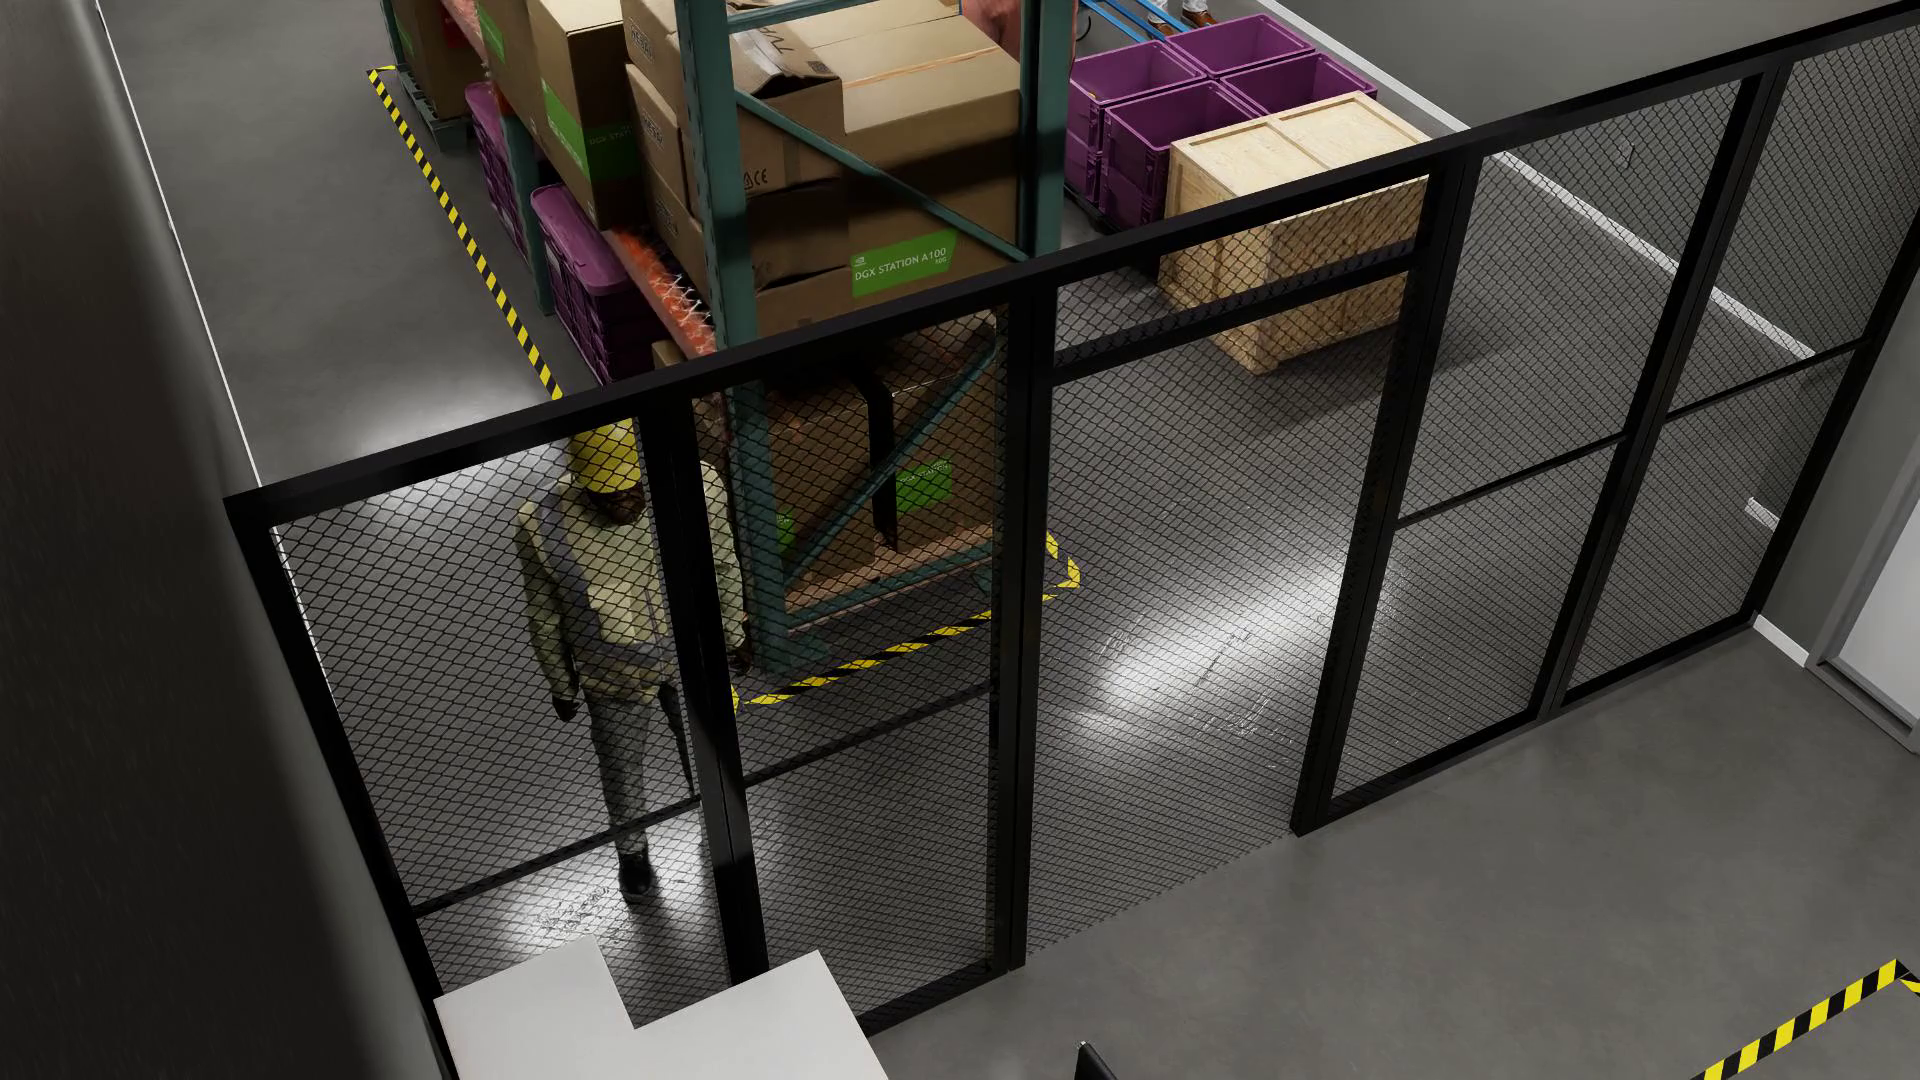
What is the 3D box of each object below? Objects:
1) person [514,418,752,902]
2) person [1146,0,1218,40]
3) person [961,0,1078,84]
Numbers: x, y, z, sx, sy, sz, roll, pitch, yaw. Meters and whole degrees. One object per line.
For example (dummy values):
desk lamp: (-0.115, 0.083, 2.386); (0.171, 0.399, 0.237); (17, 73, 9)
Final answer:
person: (-0.876, 0.318, 4.675); (0.601, 1.830, 0.404); (-16, 45, -17)
person: (1.281, -3.629, 8.915); (0.627, 1.941, 0.370); (-21, 47, -22)
person: (0.219, -1.815, 6.890); (0.622, 1.993, 0.384); (-32, 51, -30)
